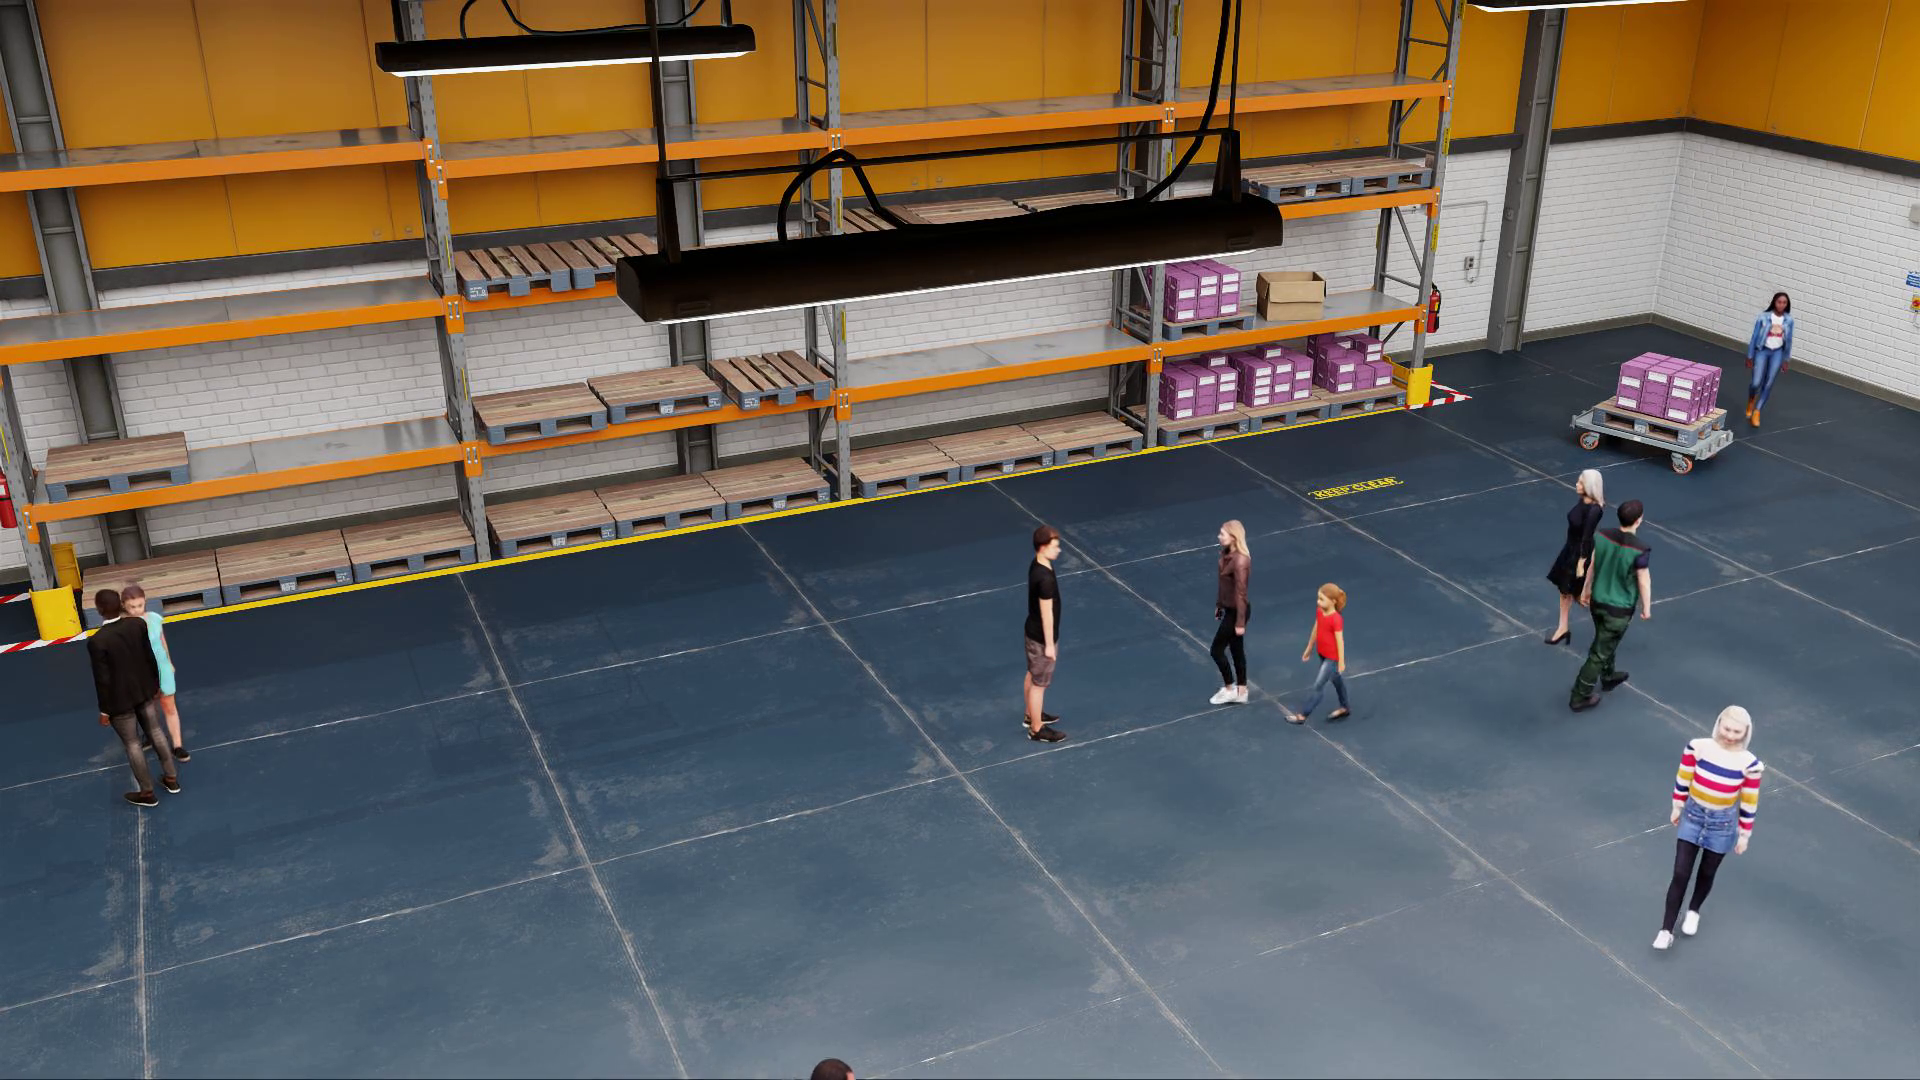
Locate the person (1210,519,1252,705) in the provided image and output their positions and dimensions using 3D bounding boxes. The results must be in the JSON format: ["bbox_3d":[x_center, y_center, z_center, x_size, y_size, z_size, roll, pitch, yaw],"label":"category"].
[{"bbox_3d":[2.422,0.629,14.145,0.731,1.684,0.716,1,24,2],"label":"person"}]

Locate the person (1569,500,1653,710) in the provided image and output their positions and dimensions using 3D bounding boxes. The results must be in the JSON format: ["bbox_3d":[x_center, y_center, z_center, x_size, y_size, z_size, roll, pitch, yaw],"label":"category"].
[{"bbox_3d":[5.438,0.576,14.039,1.031,1.867,0.743,-13,27,-27],"label":"person"}]

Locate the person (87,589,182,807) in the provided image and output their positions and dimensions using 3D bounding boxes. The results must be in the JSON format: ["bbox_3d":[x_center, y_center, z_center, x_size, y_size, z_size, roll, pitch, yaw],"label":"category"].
[{"bbox_3d":[-6.325,1.190,12.718,0.815,1.800,0.726,12,26,25],"label":"person"}]

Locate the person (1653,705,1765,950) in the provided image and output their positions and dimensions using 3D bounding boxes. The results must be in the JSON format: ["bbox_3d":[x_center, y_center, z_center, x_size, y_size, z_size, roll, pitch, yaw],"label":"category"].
[{"bbox_3d":[5.048,1.877,11.165,0.945,1.786,1.055,15,28,30],"label":"person"}]

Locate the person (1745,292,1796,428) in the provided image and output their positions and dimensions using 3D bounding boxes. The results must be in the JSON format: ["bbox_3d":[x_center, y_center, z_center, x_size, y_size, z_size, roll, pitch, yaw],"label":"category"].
[{"bbox_3d":[10.076,-2.282,20.782,0.770,1.704,0.838,5,24,11],"label":"person"}]

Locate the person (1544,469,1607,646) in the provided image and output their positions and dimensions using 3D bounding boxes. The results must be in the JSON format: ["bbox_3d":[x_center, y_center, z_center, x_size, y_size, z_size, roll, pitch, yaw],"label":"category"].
[{"bbox_3d":[5.694,0.188,15.095,0.968,1.732,0.844,1,24,3],"label":"person"}]

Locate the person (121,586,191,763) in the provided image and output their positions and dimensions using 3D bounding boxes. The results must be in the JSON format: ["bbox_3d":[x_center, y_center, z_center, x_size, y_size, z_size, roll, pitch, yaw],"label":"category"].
[{"bbox_3d":[-6.554,1.038,13.411,0.882,1.525,0.700,-13,27,-28],"label":"person"}]

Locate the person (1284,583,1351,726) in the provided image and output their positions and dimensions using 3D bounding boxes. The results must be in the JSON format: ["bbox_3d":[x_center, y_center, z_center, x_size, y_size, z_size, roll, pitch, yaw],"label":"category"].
[{"bbox_3d":[3.147,0.959,13.897,0.898,1.279,0.562,-7,25,-15],"label":"person"}]

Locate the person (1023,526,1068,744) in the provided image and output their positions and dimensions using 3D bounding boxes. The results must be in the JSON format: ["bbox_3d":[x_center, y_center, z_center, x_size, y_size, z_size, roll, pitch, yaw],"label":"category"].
[{"bbox_3d":[0.669,0.748,13.653,0.705,1.861,0.749,-2,24,-5],"label":"person"}]
